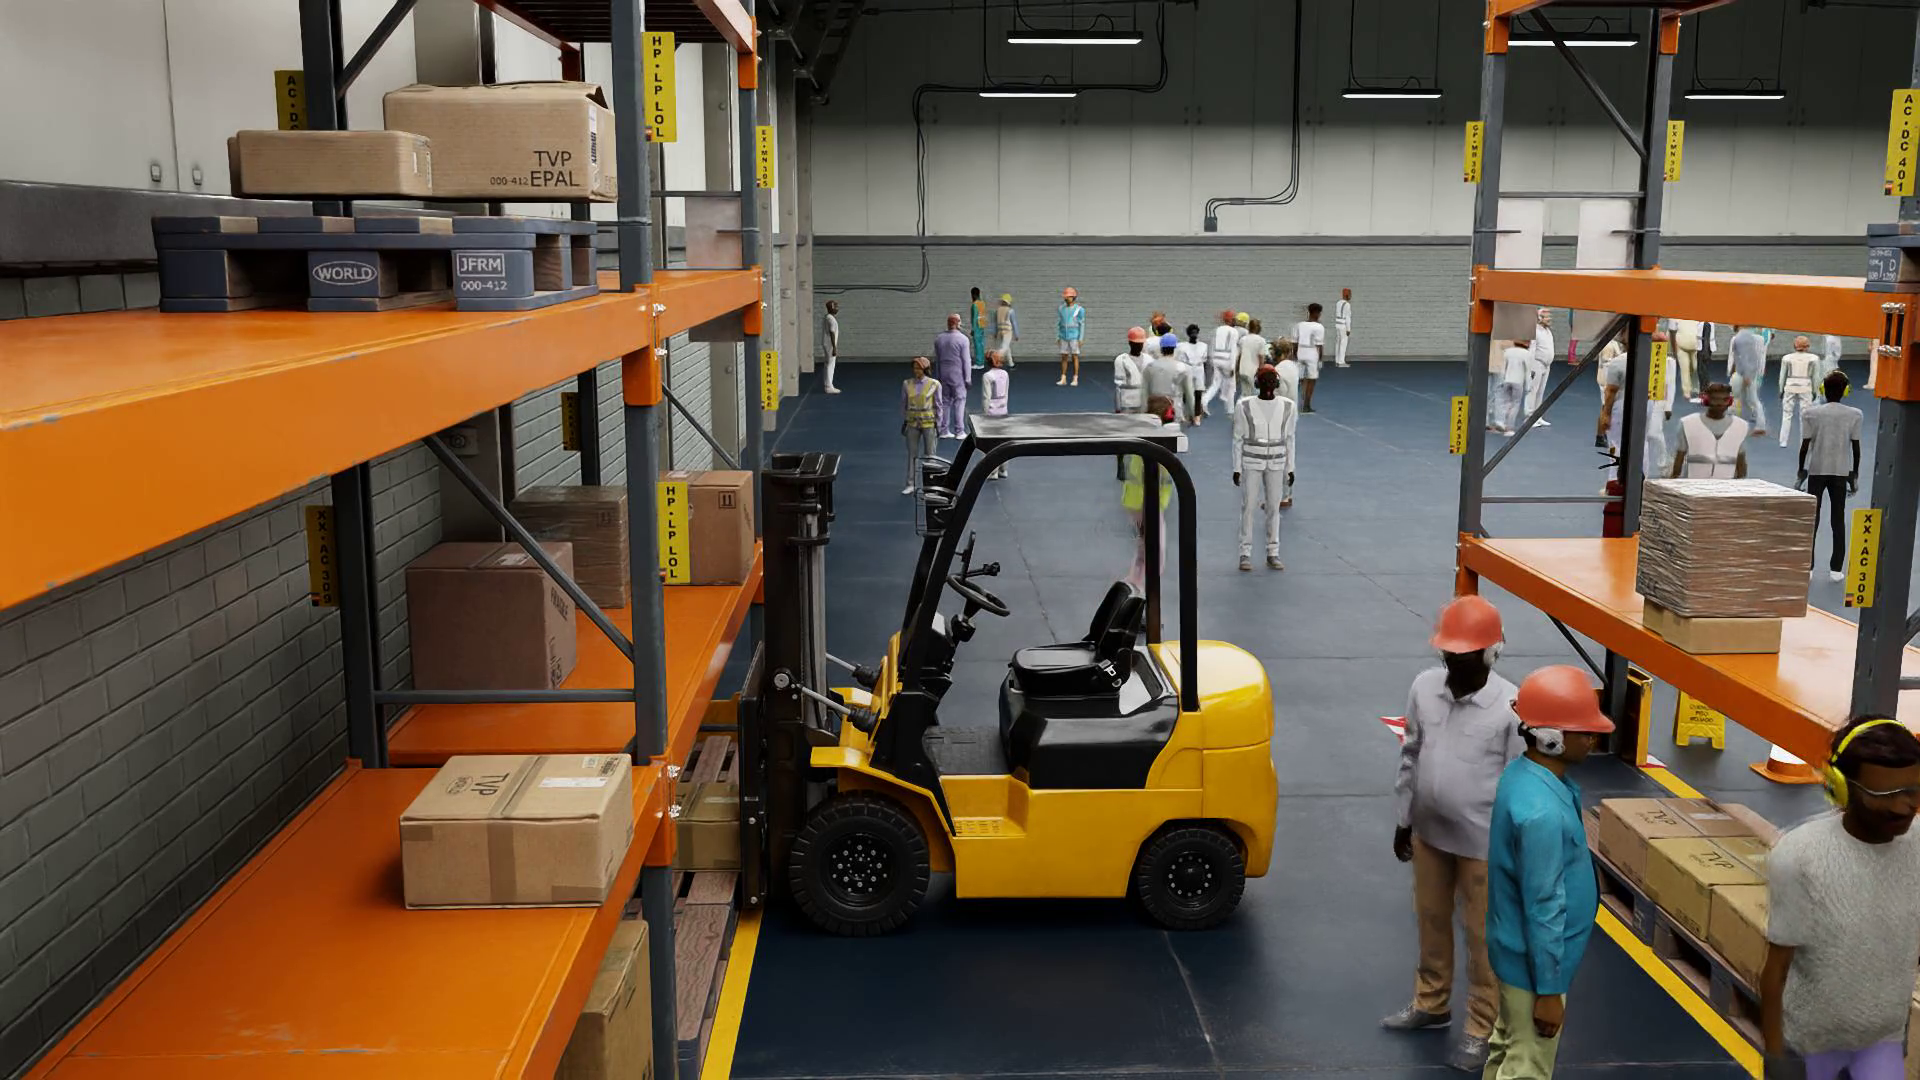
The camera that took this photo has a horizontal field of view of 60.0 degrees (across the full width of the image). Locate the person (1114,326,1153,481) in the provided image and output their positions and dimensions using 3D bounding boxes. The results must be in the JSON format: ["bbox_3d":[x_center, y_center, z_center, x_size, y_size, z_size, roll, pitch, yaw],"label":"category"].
[{"bbox_3d":[2.197,-1.710,20.874,0.551,1.934,0.373,-5,11,-26],"label":"person"}]

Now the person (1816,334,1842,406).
[{"bbox_3d":[14.756,-2.899,28.071,0.544,1.722,0.519,10,14,43],"label":"person"}]

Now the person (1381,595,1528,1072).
[{"bbox_3d":[1.815,1.051,6.061,0.378,1.743,0.594,-7,13,-35],"label":"person"}]

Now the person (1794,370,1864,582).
[{"bbox_3d":[7.657,-0.564,14.678,0.507,1.872,0.329,4,11,20],"label":"person"}]

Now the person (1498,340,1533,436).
[{"bbox_3d":[8.564,-2.399,25.614,0.389,1.603,0.525,-6,12,-29],"label":"person"}]

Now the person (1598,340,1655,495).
[{"bbox_3d":[7.824,-1.521,19.532,0.683,2.000,0.536,-3,11,-17],"label":"person"}]

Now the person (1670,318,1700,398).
[{"bbox_3d":[14.010,-3.749,31.946,0.727,2.000,0.556,3,11,17],"label":"person"}]

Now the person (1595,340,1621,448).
[{"bbox_3d":[9.482,-2.300,24.210,0.386,1.924,0.548,5,11,27],"label":"person"}]

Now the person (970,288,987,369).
[{"bbox_3d":[0.418,-4.996,39.250,0.391,1.913,0.587,4,11,19],"label":"person"}]

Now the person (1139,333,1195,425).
[{"bbox_3d":[2.492,-1.511,19.871,0.601,1.895,0.959,6,12,30],"label":"person"}]

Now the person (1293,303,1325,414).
[{"bbox_3d":[6.040,-3.158,28.945,0.536,1.944,0.623,-7,13,-36],"label":"person"}]

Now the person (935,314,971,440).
[{"bbox_3d":[-0.078,-2.465,25.196,0.647,1.899,0.399,9,13,41],"label":"person"}]

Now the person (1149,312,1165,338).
[{"bbox_3d":[3.858,-3.643,32.514,0.313,1.625,0.544,6,12,31],"label":"person"}]

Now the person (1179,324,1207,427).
[{"bbox_3d":[3.760,-2.701,27.136,0.539,1.670,0.769,-1,10,-8],"label":"person"}]

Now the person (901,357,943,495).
[{"bbox_3d":[-0.454,-1.344,19.675,0.514,1.637,0.314,3,11,18],"label":"person"}]

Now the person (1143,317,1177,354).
[{"bbox_3d":[2.960,-2.372,24.749,0.581,1.878,0.367,-5,11,-26],"label":"person"}]

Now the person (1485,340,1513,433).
[{"bbox_3d":[8.402,-2.668,26.046,0.387,1.996,0.611,-7,12,-32],"label":"person"}]

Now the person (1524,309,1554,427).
[{"bbox_3d":[9.420,-2.795,27.003,0.407,1.910,0.639,10,14,43],"label":"person"}]

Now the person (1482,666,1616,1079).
[{"bbox_3d":[1.748,1.231,5.000,0.328,1.752,0.563,2,10,12],"label":"person"}]

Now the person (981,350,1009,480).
[{"bbox_3d":[0.433,-1.573,20.940,0.308,1.639,0.523,7,12,35],"label":"person"}]

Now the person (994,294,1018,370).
[{"bbox_3d":[1.043,-4.811,38.568,0.920,1.792,0.606,-10,14,-44],"label":"person"}]

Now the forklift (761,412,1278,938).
[{"bbox_3d":[0.291,0.548,7.580,2.313,2.155,1.214,0,10,-2],"label":"forklift"}]

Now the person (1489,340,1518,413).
[{"bbox_3d":[9.459,-3.156,28.977,0.391,1.922,0.593,-7,13,-36],"label":"person"}]

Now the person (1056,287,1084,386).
[{"bbox_3d":[2.268,-4.202,34.457,0.605,2.045,0.386,6,12,29],"label":"person"}]

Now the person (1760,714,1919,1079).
[{"bbox_3d":[2.297,1.315,4.316,0.534,1.825,0.763,-1,10,-3],"label":"person"}]

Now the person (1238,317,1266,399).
[{"bbox_3d":[4.546,-2.553,25.898,0.416,1.821,0.582,-8,13,-38],"label":"person"}]

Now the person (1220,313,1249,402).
[{"bbox_3d":[5.149,-3.410,31.089,0.526,1.674,0.907,10,14,43],"label":"person"}]

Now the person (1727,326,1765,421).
[{"bbox_3d":[13.109,-2.856,27.752,0.569,1.758,0.373,8,13,38],"label":"person"}]

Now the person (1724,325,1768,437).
[{"bbox_3d":[12.011,-2.533,25.596,0.976,1.877,0.657,9,14,41],"label":"person"}]

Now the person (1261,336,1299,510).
[{"bbox_3d":[3.590,-1.304,18.611,0.374,1.939,0.629,5,11,26],"label":"person"}]

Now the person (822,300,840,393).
[{"bbox_3d":[-2.554,-3.815,32.901,0.341,1.838,0.501,-4,11,-21],"label":"person"}]

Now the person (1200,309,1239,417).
[{"bbox_3d":[4.408,-2.978,28.183,0.821,1.857,0.590,-7,13,-36],"label":"person"}]

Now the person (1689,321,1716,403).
[{"bbox_3d":[13.842,-3.498,30.921,0.398,1.914,0.596,4,11,20],"label":"person"}]

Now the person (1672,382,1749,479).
[{"bbox_3d":[6.291,-0.422,13.978,0.594,1.831,0.437,1,10,6],"label":"person"}]

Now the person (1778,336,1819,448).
[{"bbox_3d":[12.132,-2.131,24.085,0.518,1.633,0.312,6,12,29],"label":"person"}]

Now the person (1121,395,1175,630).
[{"bbox_3d":[1.479,-0.220,12.941,0.449,1.803,0.611,-1,10,-8],"label":"person"}]

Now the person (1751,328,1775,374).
[{"bbox_3d":[18.077,-4.700,37.543,0.627,1.934,0.372,2,10,9],"label":"person"}]

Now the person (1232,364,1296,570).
[{"bbox_3d":[2.773,-0.663,15.192,0.583,1.882,0.350,-1,10,-3],"label":"person"}]

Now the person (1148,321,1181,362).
[{"bbox_3d":[2.882,-2.167,23.625,0.536,1.865,0.312,-2,10,-12],"label":"person"}]

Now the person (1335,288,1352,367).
[{"bbox_3d":[9.175,-5.067,39.753,0.373,1.879,0.586,-2,10,-13],"label":"person"}]

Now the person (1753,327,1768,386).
[{"bbox_3d":[16.593,-4.113,34.552,0.353,1.837,0.511,6,12,29],"label":"person"}]
